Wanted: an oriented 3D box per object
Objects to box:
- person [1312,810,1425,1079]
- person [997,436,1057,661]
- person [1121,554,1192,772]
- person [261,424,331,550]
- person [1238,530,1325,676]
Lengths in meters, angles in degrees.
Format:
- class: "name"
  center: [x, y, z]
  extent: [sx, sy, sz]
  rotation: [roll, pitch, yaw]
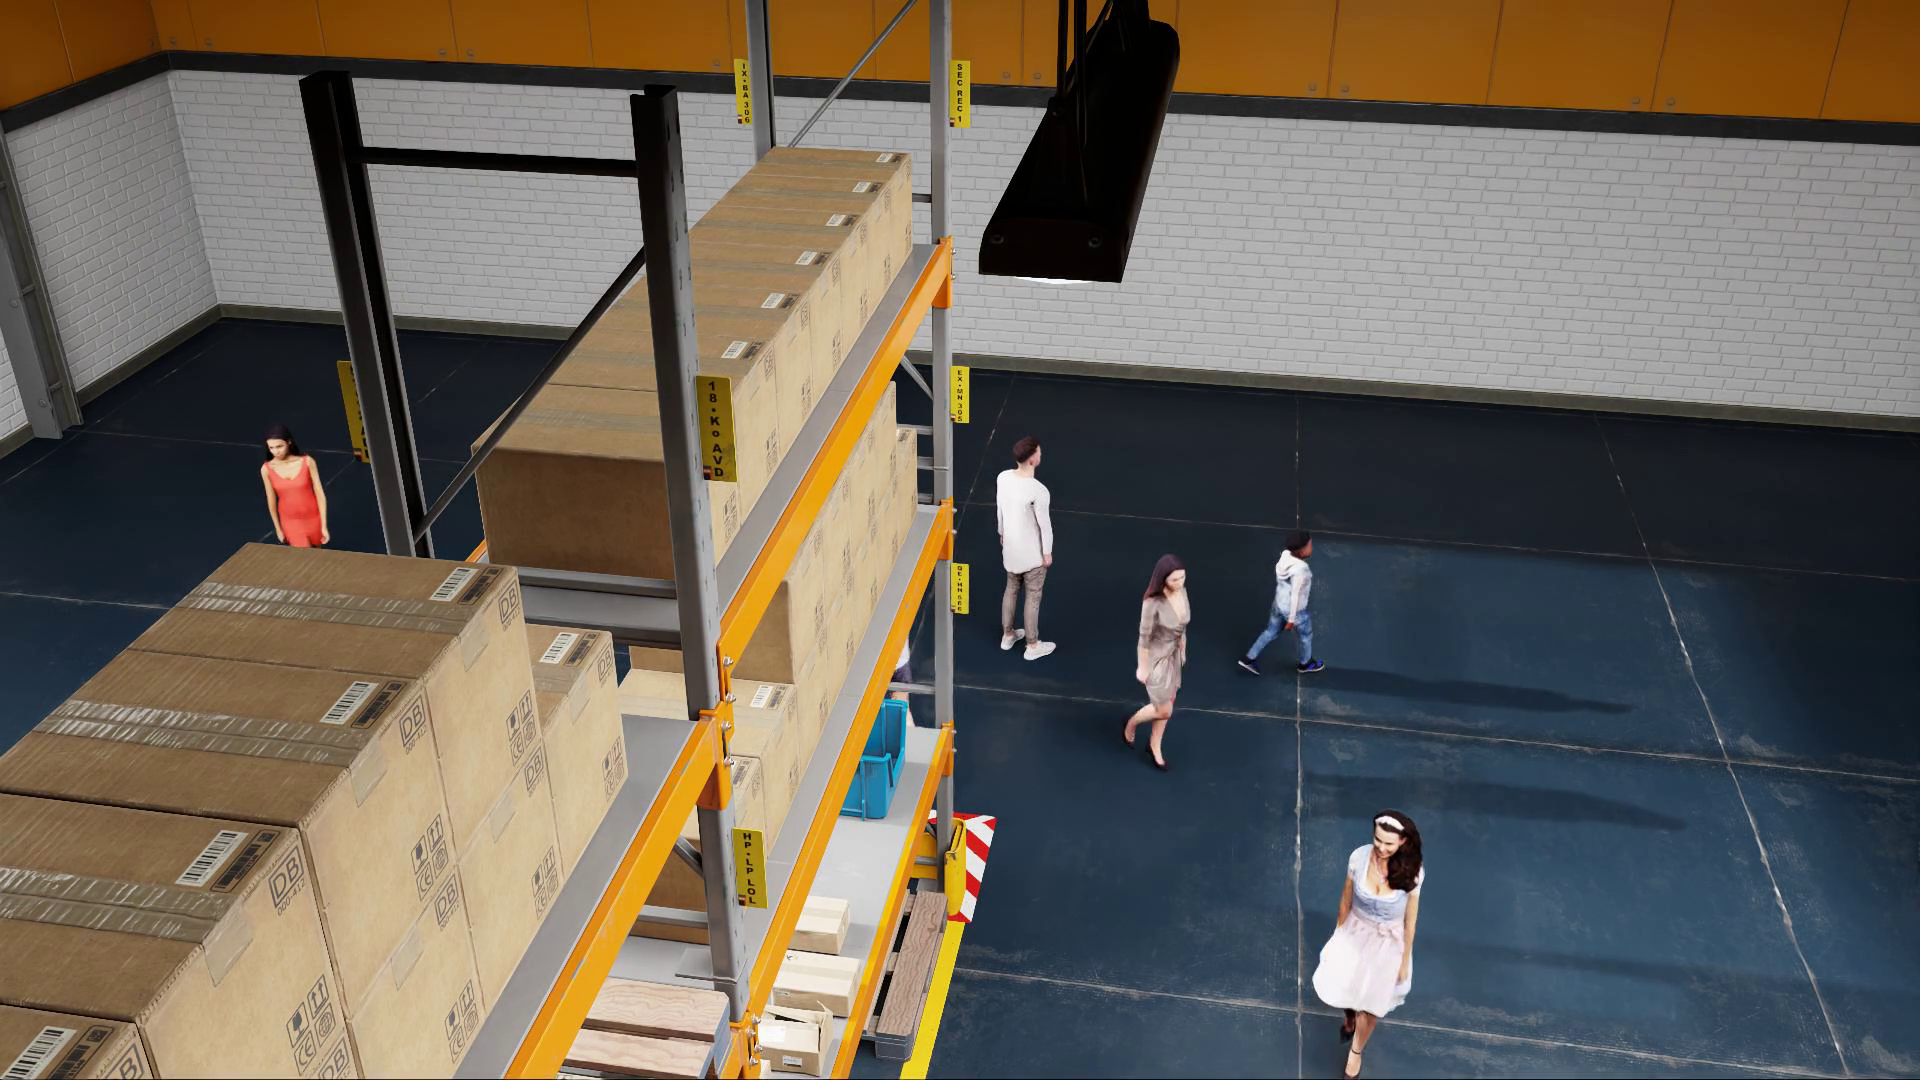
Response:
- class: "person"
  center: [2.229, 2.133, 8.877]
  extent: [0.753, 1.806, 0.839]
  rotation: [12, 31, 21]
- class: "person"
  center: [0.494, 0.042, 12.675]
  extent: [0.748, 1.840, 0.758]
  rotation: [25, 37, 38]
- class: "person"
  center: [1.303, 0.810, 11.389]
  extent: [0.849, 1.722, 0.796]
  rotation: [24, 36, 36]
- class: "person"
  center: [-5.226, -0.162, 13.231]
  extent: [1.035, 1.665, 1.182]
  rotation: [-13, 31, -23]
- class: "person"
  center: [2.417, 0.484, 12.483]
  extent: [0.793, 1.246, 0.888]
  rotation: [-9, 30, -16]
